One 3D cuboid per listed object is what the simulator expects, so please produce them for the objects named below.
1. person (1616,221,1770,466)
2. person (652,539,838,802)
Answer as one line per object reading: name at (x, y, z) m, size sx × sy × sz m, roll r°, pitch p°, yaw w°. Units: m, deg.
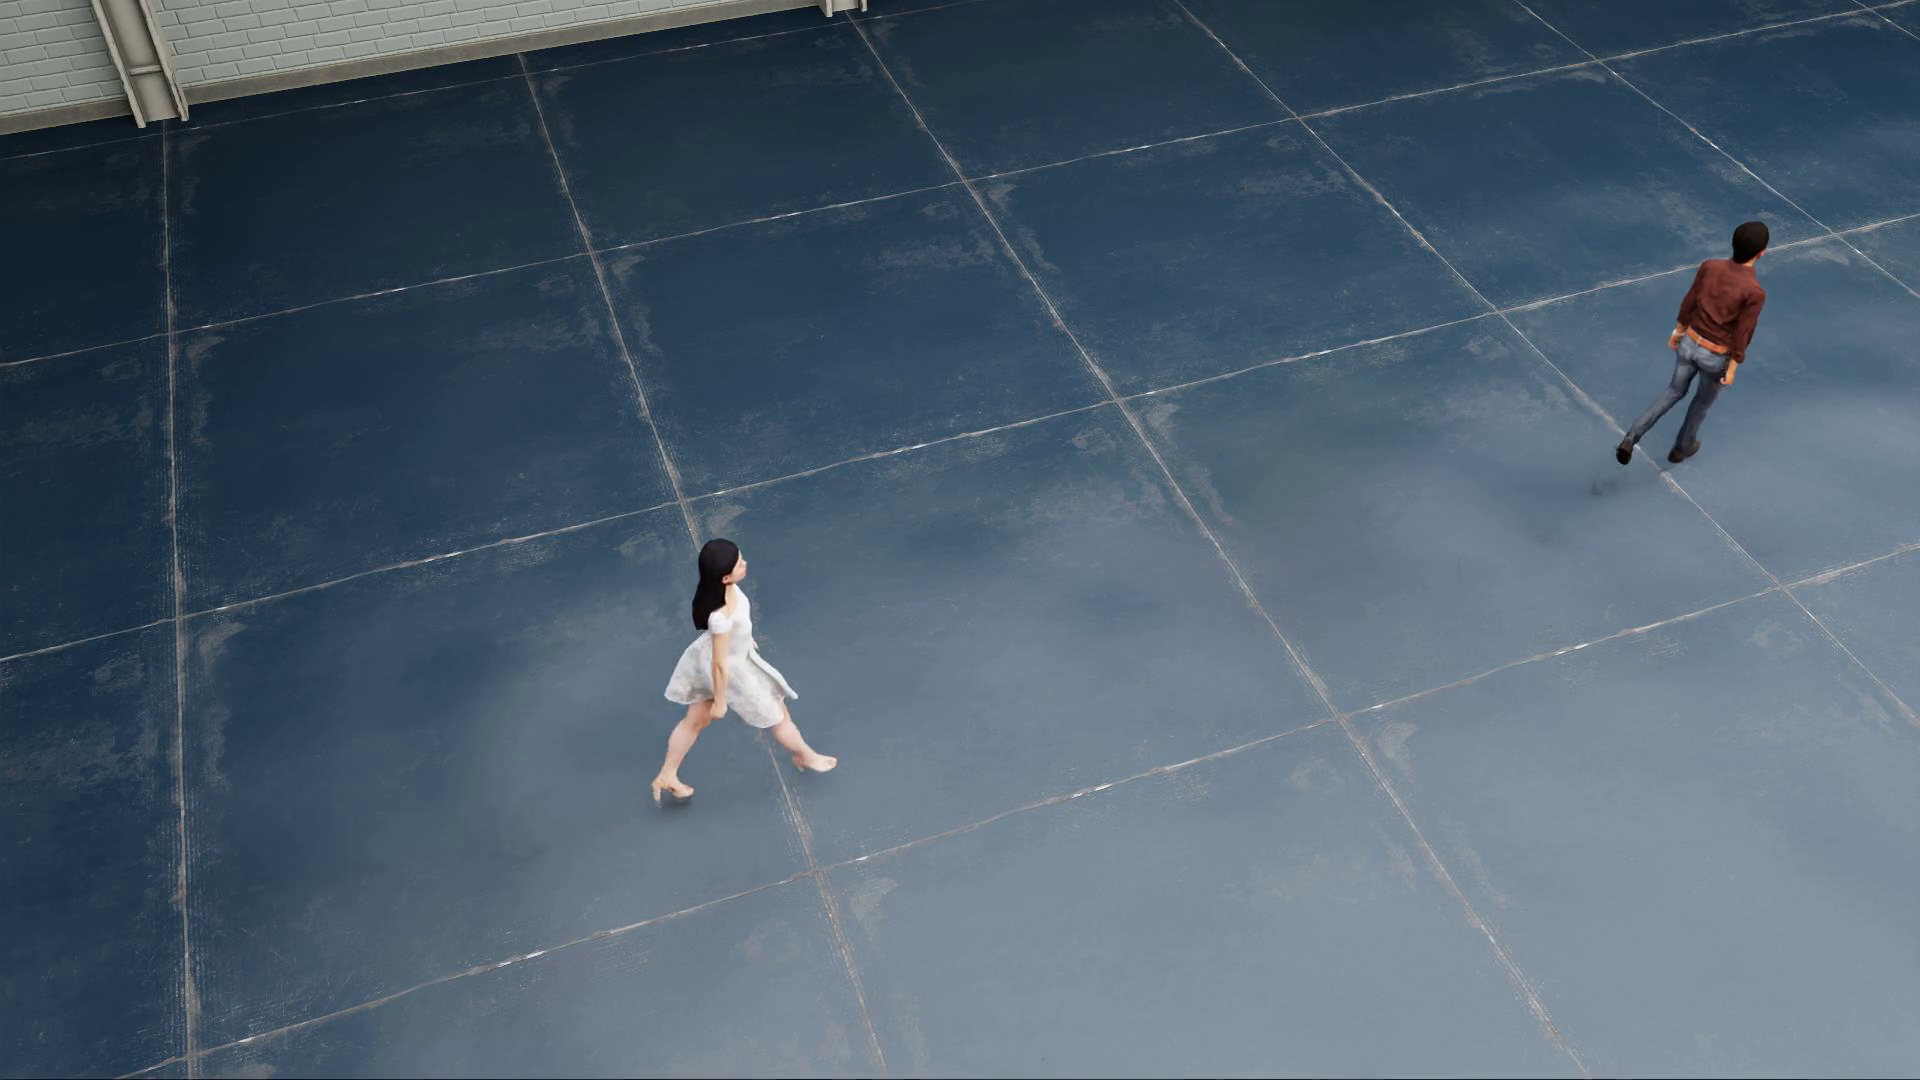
person at (4.476, -1.109, 10.113) m, size 1.045 × 1.760 × 0.790 m, roll -23°, pitch 48°, yaw -23°
person at (-1.227, 0.706, 8.202) m, size 1.212 × 1.715 × 0.675 m, roll -11°, pitch 44°, yaw -11°
